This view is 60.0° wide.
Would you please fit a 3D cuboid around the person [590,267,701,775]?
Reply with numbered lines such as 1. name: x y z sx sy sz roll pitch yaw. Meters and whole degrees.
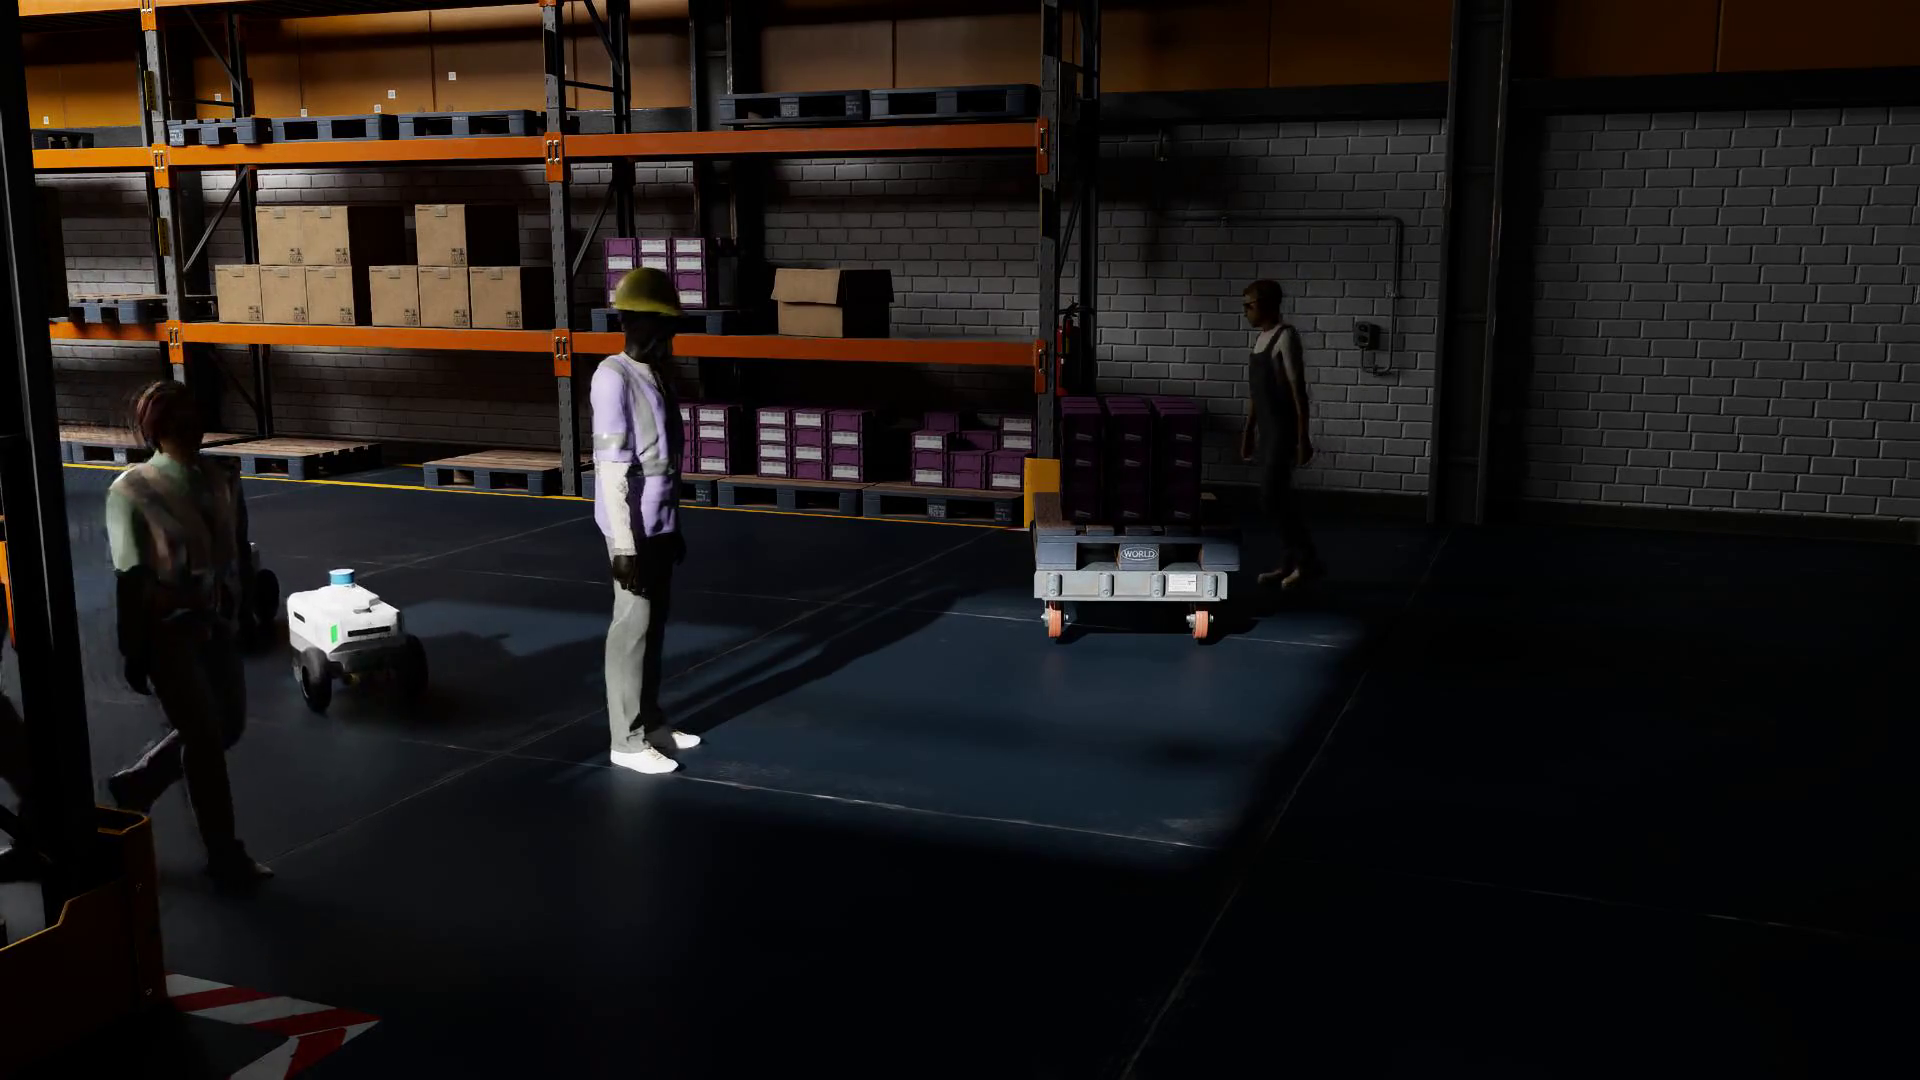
1. person: -1.195 -0.075 6.417 0.392 1.923 0.627 1 10 8

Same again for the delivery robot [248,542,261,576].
1. delivery robot: -3.881 0.172 8.580 0.477 0.478 0.707 -1 10 -6

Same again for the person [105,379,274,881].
1. person: -2.501 0.292 5.259 0.582 1.610 0.529 3 11 18

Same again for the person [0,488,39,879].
1. person: -3.056 0.150 5.014 0.474 1.980 0.653 -4 11 -21

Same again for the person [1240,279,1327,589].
1. person: 1.862 -0.617 9.756 0.438 1.805 0.557 -2 10 -10

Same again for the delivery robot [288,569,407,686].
1. delivery robot: -2.755 0.374 7.457 0.477 0.478 0.707 -7 13 -36
